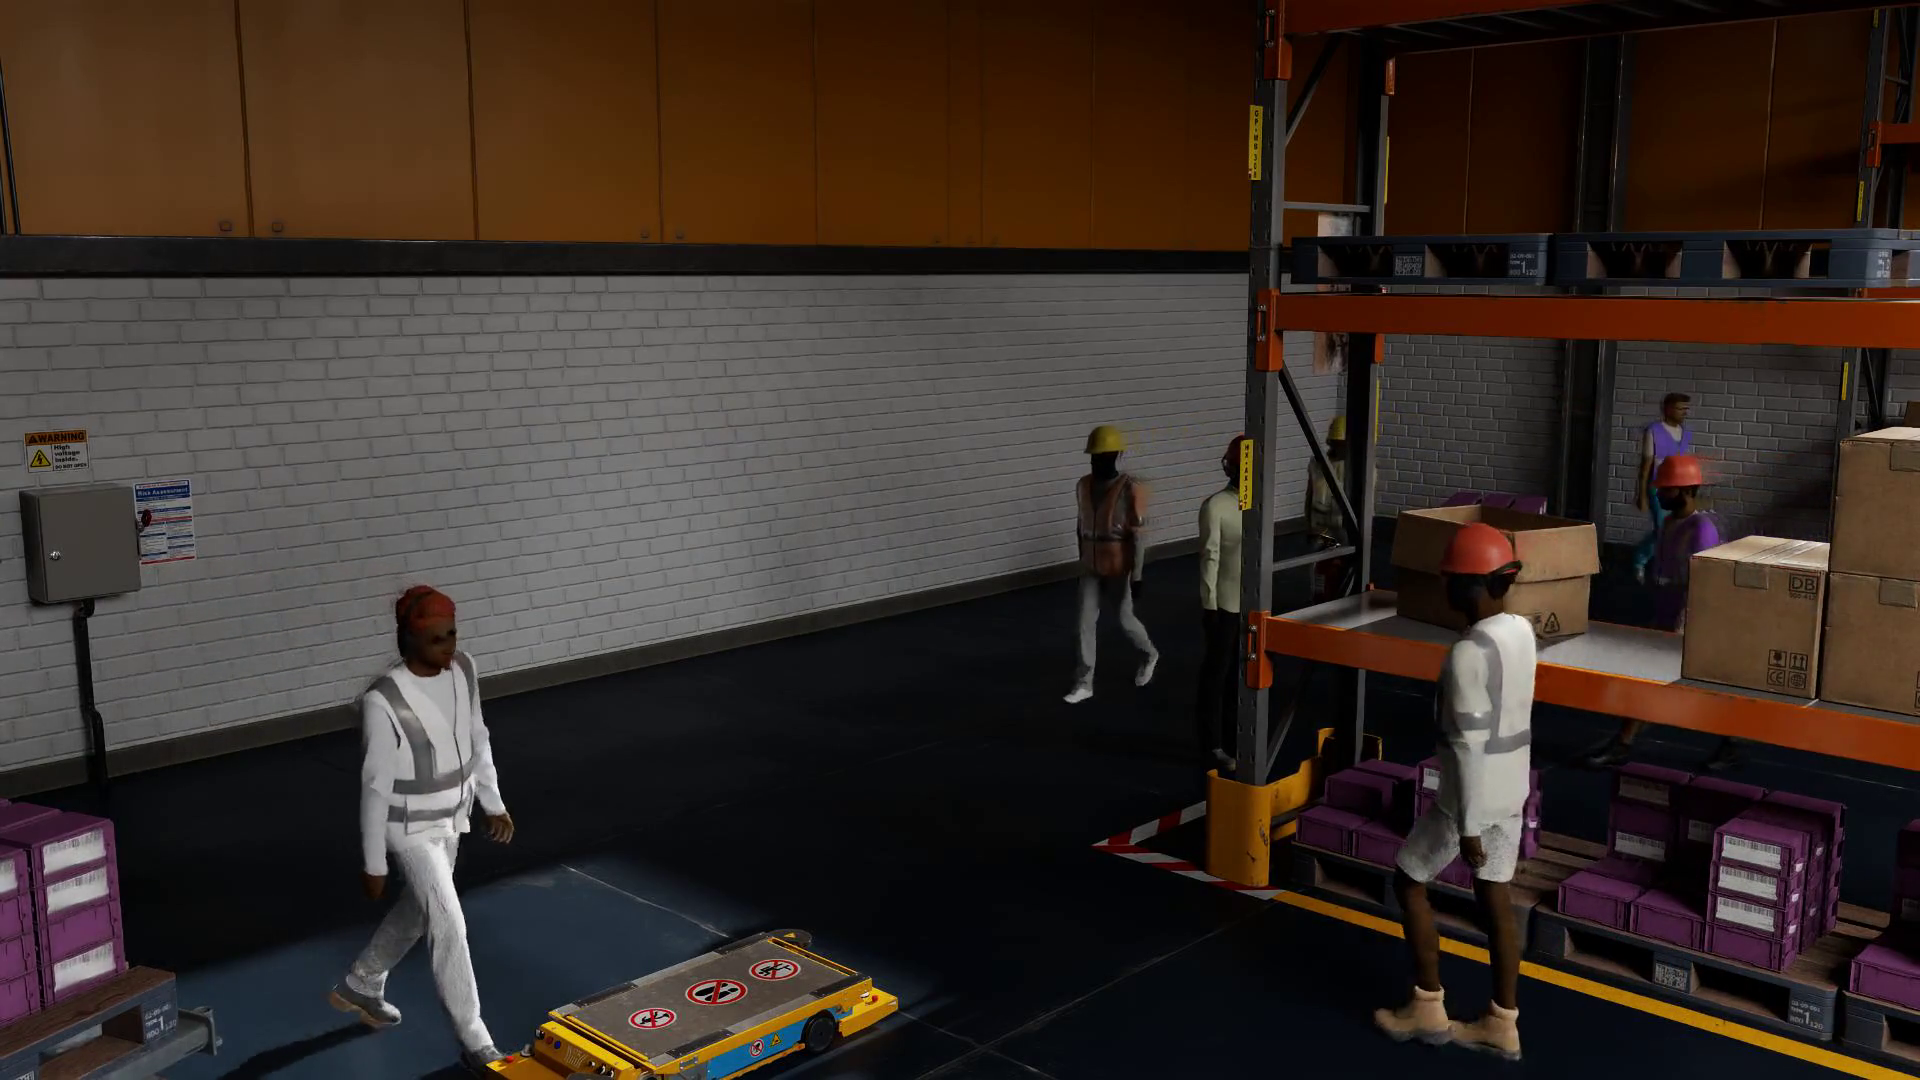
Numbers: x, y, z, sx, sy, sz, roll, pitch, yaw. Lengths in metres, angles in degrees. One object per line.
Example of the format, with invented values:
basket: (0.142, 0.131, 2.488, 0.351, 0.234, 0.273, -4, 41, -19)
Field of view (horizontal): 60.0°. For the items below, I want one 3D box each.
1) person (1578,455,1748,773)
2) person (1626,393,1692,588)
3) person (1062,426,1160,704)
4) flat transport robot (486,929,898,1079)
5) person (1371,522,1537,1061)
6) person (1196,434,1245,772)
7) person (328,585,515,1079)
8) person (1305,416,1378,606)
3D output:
person: (4.185, 0.448, 9.648, 0.997, 1.888, 0.565, -1, 9, -6)
person: (6.444, -0.436, 15.215, 0.587, 1.828, 0.439, -5, 11, -29)
person: (1.055, 0.147, 11.465, 0.594, 1.896, 0.888, 8, 12, 41)
flat transport robot: (-0.969, 1.810, 6.227, 0.652, 0.197, 1.431, 9, 13, 43)
person: (1.865, 0.932, 6.263, 0.618, 2.019, 0.702, -9, 13, -43)
person: (1.648, 0.359, 9.862, 0.614, 1.988, 0.395, -9, 13, -44)
person: (-2.034, 1.049, 6.130, 0.891, 1.856, 0.646, 3, 10, 17)
person: (2.969, -0.082, 13.116, 0.588, 1.806, 0.467, 5, 11, 30)
